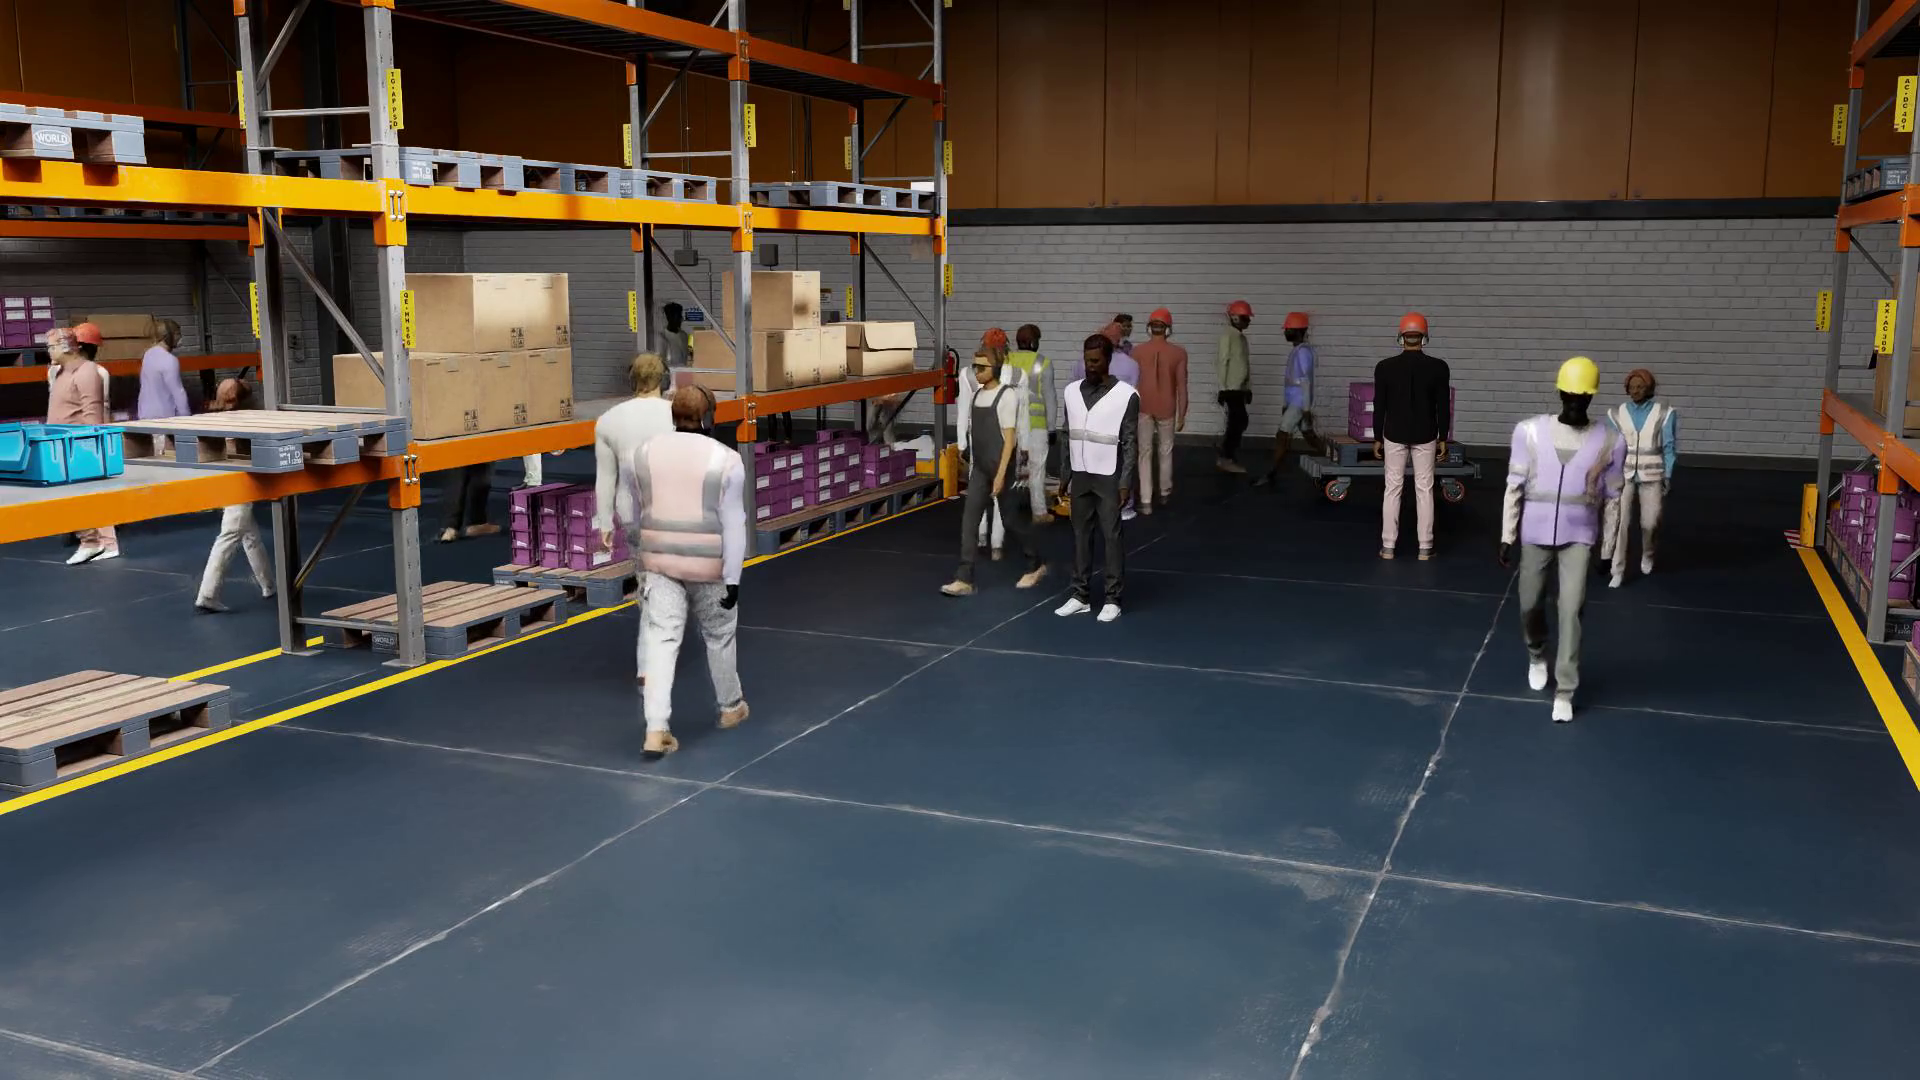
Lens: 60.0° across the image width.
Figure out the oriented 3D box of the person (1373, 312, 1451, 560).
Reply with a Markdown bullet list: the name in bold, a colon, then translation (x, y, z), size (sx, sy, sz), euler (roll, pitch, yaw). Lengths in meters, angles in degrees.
- **person**: translation (3.631, -0.829, 13.403), size (0.608, 1.996, 0.375), euler (3, 10, 17)

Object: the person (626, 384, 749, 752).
- **person**: translation (-1.338, 0.128, 8.232), size (0.623, 1.799, 0.945), euler (2, 9, 9)

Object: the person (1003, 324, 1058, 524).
- **person**: translation (0.623, -1.061, 15.281), size (0.634, 1.842, 0.429), euler (6, 11, 33)

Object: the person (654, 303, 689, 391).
- **person**: translation (-3.555, -2.002, 20.776), size (1.020, 1.908, 0.621), euler (7, 12, 36)

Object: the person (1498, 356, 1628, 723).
- **person**: translation (3.226, -0.040, 8.913), size (0.605, 1.899, 0.863), euler (5, 11, 27)

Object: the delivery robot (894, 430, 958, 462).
- **delivery robot**: translation (-0.363, -0.974, 18.355), size (0.707, 0.478, 0.477), euler (4, 10, 21)

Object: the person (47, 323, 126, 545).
- **person**: translation (-7.539, -0.925, 14.358), size (0.539, 1.870, 1.008), euler (0, 9, -3)

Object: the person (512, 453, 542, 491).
- **person**: translation (-4.527, -1.384, 17.255), size (0.403, 1.831, 0.595), euler (-3, 10, -17)

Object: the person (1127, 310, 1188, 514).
- **person**: translation (1.893, -1.256, 16.157), size (0.643, 1.925, 1.024), euler (2, 10, 11)

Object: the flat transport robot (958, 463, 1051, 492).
- **flat transport robot**: translation (0.423, -0.665, 17.622), size (0.652, 0.197, 1.431), euler (-3, 10, -19)

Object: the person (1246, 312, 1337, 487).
- **person**: translation (3.632, -1.484, 17.735), size (1.015, 1.896, 0.556), euler (1, 9, 8)

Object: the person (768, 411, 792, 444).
- **person**: translation (-2.359, -1.985, 21.315), size (0.532, 1.696, 0.319), euler (-8, 12, -41)

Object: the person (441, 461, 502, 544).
- **person**: translation (-4.187, -1.009, 14.355), size (0.537, 2.000, 0.862), euler (1, 9, 9)

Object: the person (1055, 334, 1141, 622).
- **person**: translation (0.926, -0.420, 11.165), size (0.593, 1.918, 0.391), euler (7, 12, 36)

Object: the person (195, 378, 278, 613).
- **person**: translation (-5.013, -0.319, 11.515), size (0.506, 1.597, 0.865), euler (6, 11, 33)

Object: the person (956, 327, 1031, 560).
- **person**: translation (0.274, -0.782, 13.486), size (0.603, 1.866, 0.519), euler (0, 9, 0)

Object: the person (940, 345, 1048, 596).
- **person**: translation (0.266, -0.501, 12.012), size (0.923, 1.813, 0.508), euler (-8, 12, -41)

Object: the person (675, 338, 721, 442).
- **person**: translation (-2.507, -1.086, 15.769), size (0.532, 1.728, 0.883), euler (5, 10, 26)

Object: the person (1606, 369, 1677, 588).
- **person**: translation (5.048, -0.470, 12.375), size (0.522, 1.616, 0.671), euler (5, 11, 27)

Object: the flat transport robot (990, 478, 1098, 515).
- **flat transport robot**: translation (0.932, -0.441, 16.265), size (0.652, 0.197, 1.431), euler (-6, 11, -30)

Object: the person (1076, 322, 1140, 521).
- **person**: translation (1.330, -1.047, 15.154), size (0.639, 1.863, 0.992), euler (4, 10, 23)

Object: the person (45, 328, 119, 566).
- **person**: translation (-7.042, -0.739, 13.228), size (0.601, 1.877, 0.654), euler (-8, 12, -39)

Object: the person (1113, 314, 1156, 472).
- **person**: translation (1.919, -1.683, 19.133), size (0.921, 1.799, 0.597), euler (5, 11, 29)

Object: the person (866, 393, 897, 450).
- **person**: translation (-0.969, -1.519, 18.736), size (0.627, 1.618, 0.519), euler (-4, 10, -24)

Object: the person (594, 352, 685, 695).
- **person**: translation (-1.715, -0.122, 9.467), size (0.653, 1.881, 1.037), euler (2, 10, 12)

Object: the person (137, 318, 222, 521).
- **person**: translation (-7.510, -1.120, 15.529), size (1.013, 1.894, 0.652), euler (-8, 12, -39)

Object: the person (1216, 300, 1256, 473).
- **person**: translation (3.153, -1.730, 18.915), size (0.458, 1.972, 0.641), euler (6, 11, 31)
